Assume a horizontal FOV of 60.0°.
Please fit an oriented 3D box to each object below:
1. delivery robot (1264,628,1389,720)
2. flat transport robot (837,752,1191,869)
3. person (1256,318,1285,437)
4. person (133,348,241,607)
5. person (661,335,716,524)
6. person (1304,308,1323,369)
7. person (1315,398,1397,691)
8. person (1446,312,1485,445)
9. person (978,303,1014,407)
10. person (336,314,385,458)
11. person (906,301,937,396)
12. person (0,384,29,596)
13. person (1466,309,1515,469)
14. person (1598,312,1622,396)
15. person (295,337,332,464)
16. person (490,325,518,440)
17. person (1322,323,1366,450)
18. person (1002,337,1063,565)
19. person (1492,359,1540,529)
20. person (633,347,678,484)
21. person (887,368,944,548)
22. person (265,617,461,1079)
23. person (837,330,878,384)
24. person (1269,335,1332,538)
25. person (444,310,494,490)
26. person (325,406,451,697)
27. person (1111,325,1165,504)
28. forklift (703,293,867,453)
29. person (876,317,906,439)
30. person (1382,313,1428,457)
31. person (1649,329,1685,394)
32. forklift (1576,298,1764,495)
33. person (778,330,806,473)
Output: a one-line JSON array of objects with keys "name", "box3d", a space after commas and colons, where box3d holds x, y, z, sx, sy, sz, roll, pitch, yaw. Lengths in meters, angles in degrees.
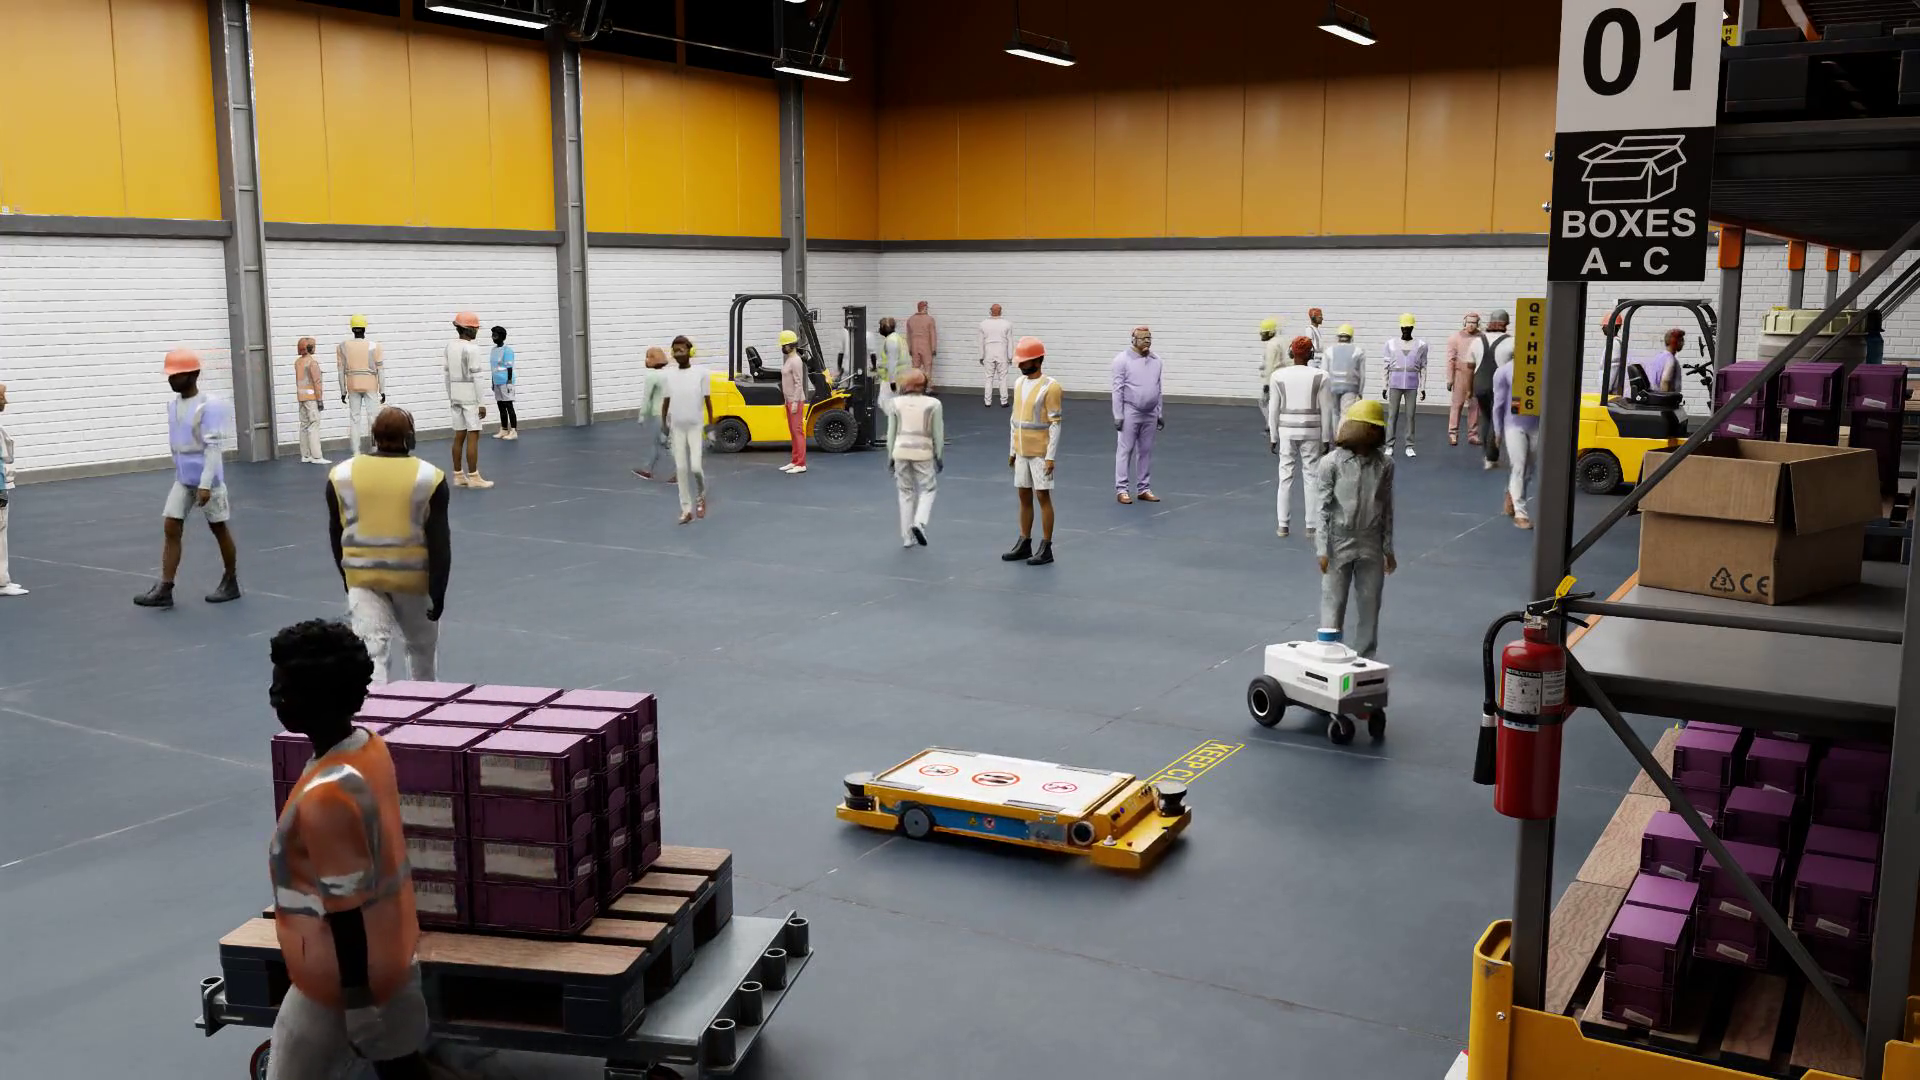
[{"name": "delivery robot", "box3d": [1.955, 0.716, 8.887, 0.477, 0.478, 0.707, -5, 10, -28]}, {"name": "flat transport robot", "box3d": [0.236, 1.153, 7.332, 1.431, 0.197, 0.652, 4, 10, 26]}, {"name": "person", "box3d": [4.640, -2.404, 24.822, 0.503, 1.791, 0.605, 1, 9, 8]}, {"name": "person", "box3d": [-5.670, -0.436, 12.138, 0.560, 1.899, 0.913, 4, 10, 25]}, {"name": "person", "box3d": [-2.677, -1.075, 16.306, 0.554, 1.853, 0.406, 1, 9, 7]}, {"name": "person", "box3d": [5.881, -2.913, 27.691, 0.355, 1.883, 0.573, 4, 10, 21]}, {"name": "person", "box3d": [2.298, 0.049, 9.691, 0.517, 1.732, 0.303, -2, 9, -15]}, {"name": "person", "box3d": [7.282, -2.298, 23.790, 0.651, 1.904, 0.403, -1, 9, -5]}, {"name": "person", "box3d": [0.669, -3.384, 30.547, 0.649, 1.912, 0.409, 1, 9, 9]}, {"name": "person", "box3d": [-7.800, -1.978, 21.708, 0.589, 1.930, 0.361, -1, 9, -9]}, {"name": "person", "box3d": [-0.753, -3.864, 33.571, 0.642, 1.905, 0.399, 5, 10, 27]}, {"name": "person", "box3d": [-7.370, -0.389, 12.706, 0.309, 1.636, 0.522, -7, 11, -37]}, {"name": "person", "box3d": [6.869, -1.942, 21.143, 0.902, 2.000, 0.693, -9, 13, -44]}, {"name": "person", "box3d": [8.779, -2.109, 22.503, 0.356, 1.936, 0.551, 4, 10, 22]}, {"name": "person", "box3d": [-8.379, -1.792, 21.442, 0.514, 1.645, 0.308, 8, 12, 40]}, {"name": "person", "box3d": [-6.767, -2.324, 24.618, 0.319, 1.691, 0.536, -9, 13, -44]}, {"name": "person", "box3d": [5.175, -2.039, 22.552, 0.574, 1.790, 0.871, 4, 10, 25]}, {"name": "person", "box3d": [0.603, -0.751, 14.064, 0.375, 1.927, 0.543, -8, 12, -40]}, {"name": "person", "box3d": [5.512, -1.097, 16.300, 0.641, 1.913, 0.903, -1, 9, -4]}, {"name": "person", "box3d": [-3.563, -1.460, 19.533, 0.854, 1.582, 0.518, 4, 10, 23]}, {"name": "person", "box3d": [-0.411, -0.719, 14.826, 0.525, 1.619, 0.486, 2, 9, 11]}, {"name": "person", "box3d": [-1.399, 0.994, 3.983, 0.823, 1.666, 0.530, -1, 9, -7]}, {"name": "person", "box3d": [-1.629, -2.706, 26.332, 0.636, 1.919, 1.006, 3, 9, 16]}, {"name": "person", "box3d": [3.164, -0.958, 15.493, 0.574, 1.882, 0.356, 3, 10, 18]}, {"name": "person", "box3d": [-5.603, -1.597, 18.985, 0.614, 2.041, 0.393, 7, 12, 38]}, {"name": "person", "box3d": [-2.922, 0.206, 8.576, 0.620, 1.785, 1.008, -1, 9, -9]}, {"name": "person", "box3d": [1.925, -1.343, 17.818, 0.636, 1.911, 0.405, -5, 10, -29]}, {"name": "forklift", "box3d": [-2.458, -2.344, 23.176, 2.313, 2.155, 1.214, 0, 9, -2]}, {"name": "person", "box3d": [-1.020, -2.359, 24.424, 0.433, 1.833, 0.637, 1, 9, 5]}, {"name": "person", "box3d": [5.970, -2.078, 22.343, 0.585, 1.928, 0.369, 2, 9, 12]}, {"name": "person", "box3d": [8.288, -1.605, 19.766, 0.871, 1.815, 0.578, 2, 9, 11]}, {"name": "forklift", "box3d": [7.954, -1.589, 18.462, 2.313, 2.155, 1.214, 5, 11, 30]}, {"name": "person", "box3d": [-2.079, -1.701, 20.521, 0.327, 1.760, 0.524, -3, 10, -17]}]
